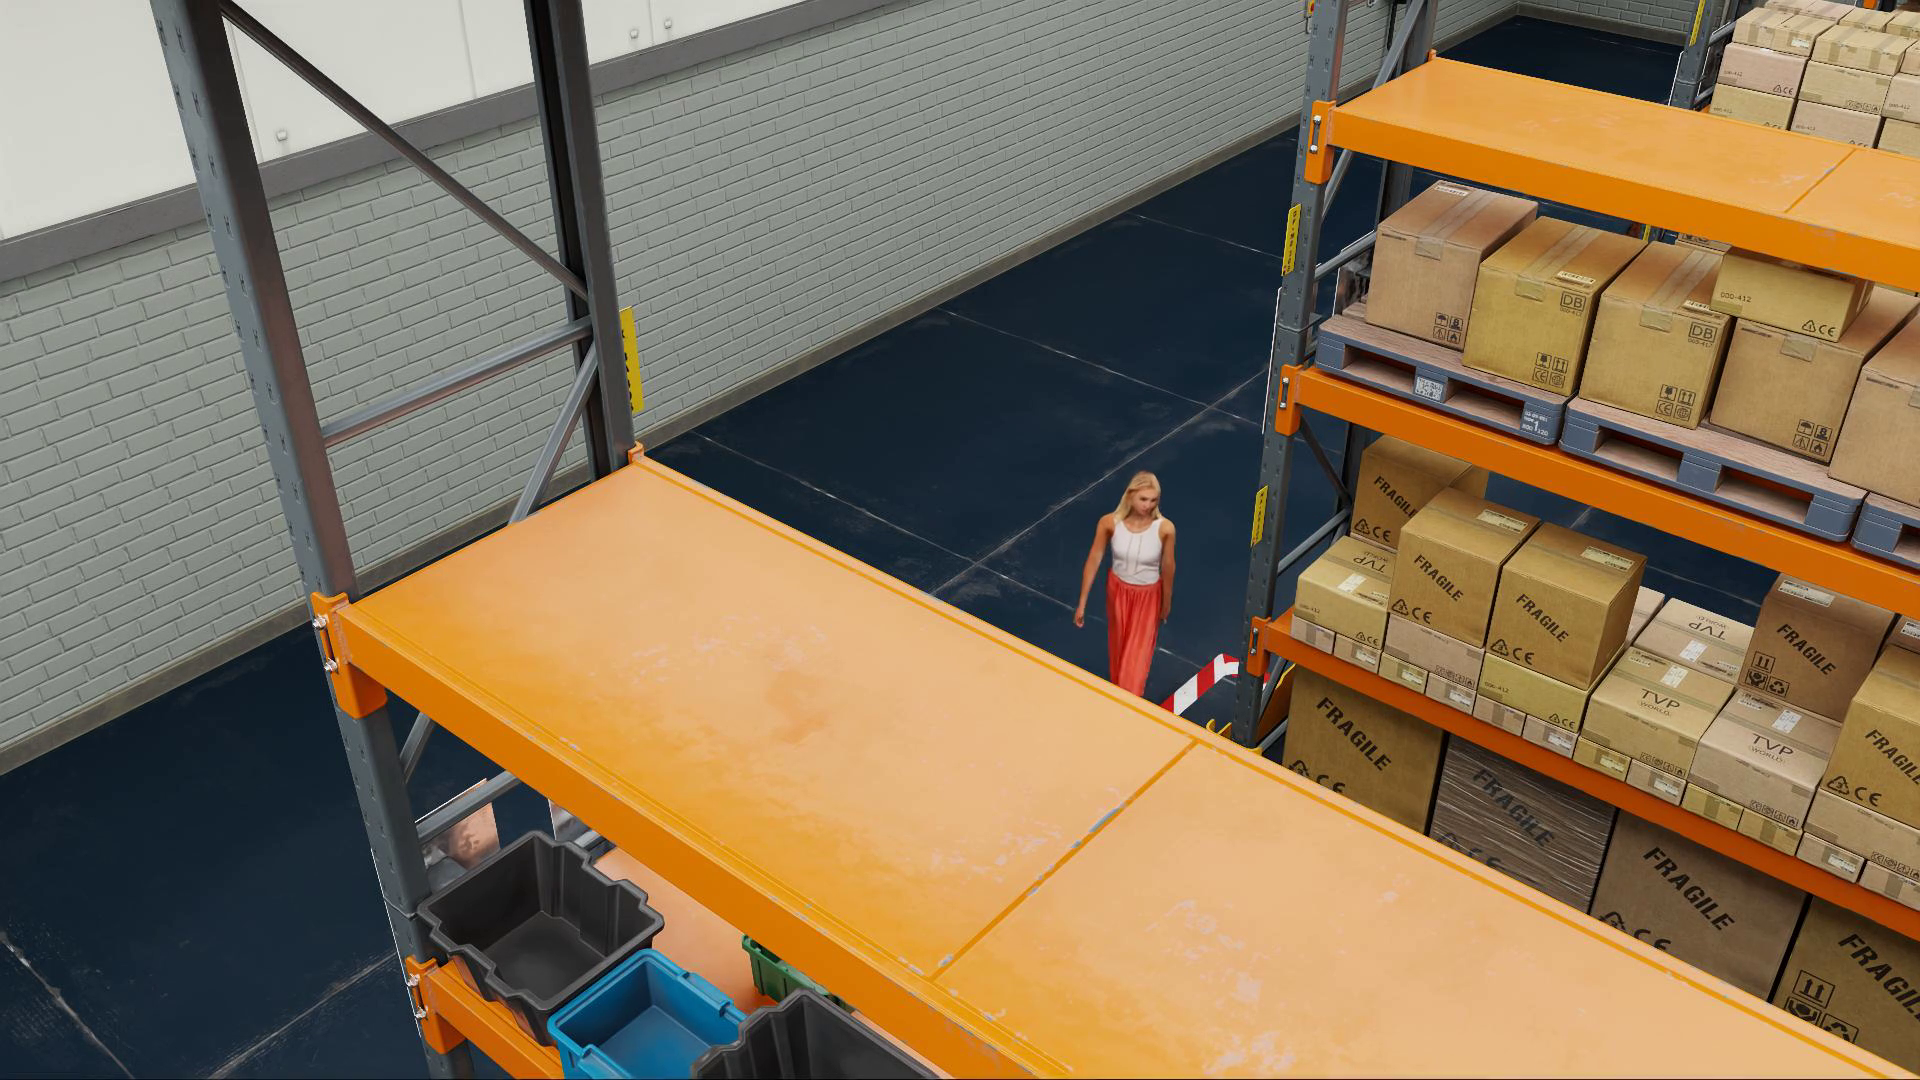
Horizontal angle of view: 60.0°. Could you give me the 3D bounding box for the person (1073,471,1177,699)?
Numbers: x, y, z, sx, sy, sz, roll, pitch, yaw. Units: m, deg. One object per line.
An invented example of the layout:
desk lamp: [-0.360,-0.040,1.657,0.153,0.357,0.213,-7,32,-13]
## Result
person: [1.051,0.312,9.790,0.949,1.783,0.899,14,35,20]
